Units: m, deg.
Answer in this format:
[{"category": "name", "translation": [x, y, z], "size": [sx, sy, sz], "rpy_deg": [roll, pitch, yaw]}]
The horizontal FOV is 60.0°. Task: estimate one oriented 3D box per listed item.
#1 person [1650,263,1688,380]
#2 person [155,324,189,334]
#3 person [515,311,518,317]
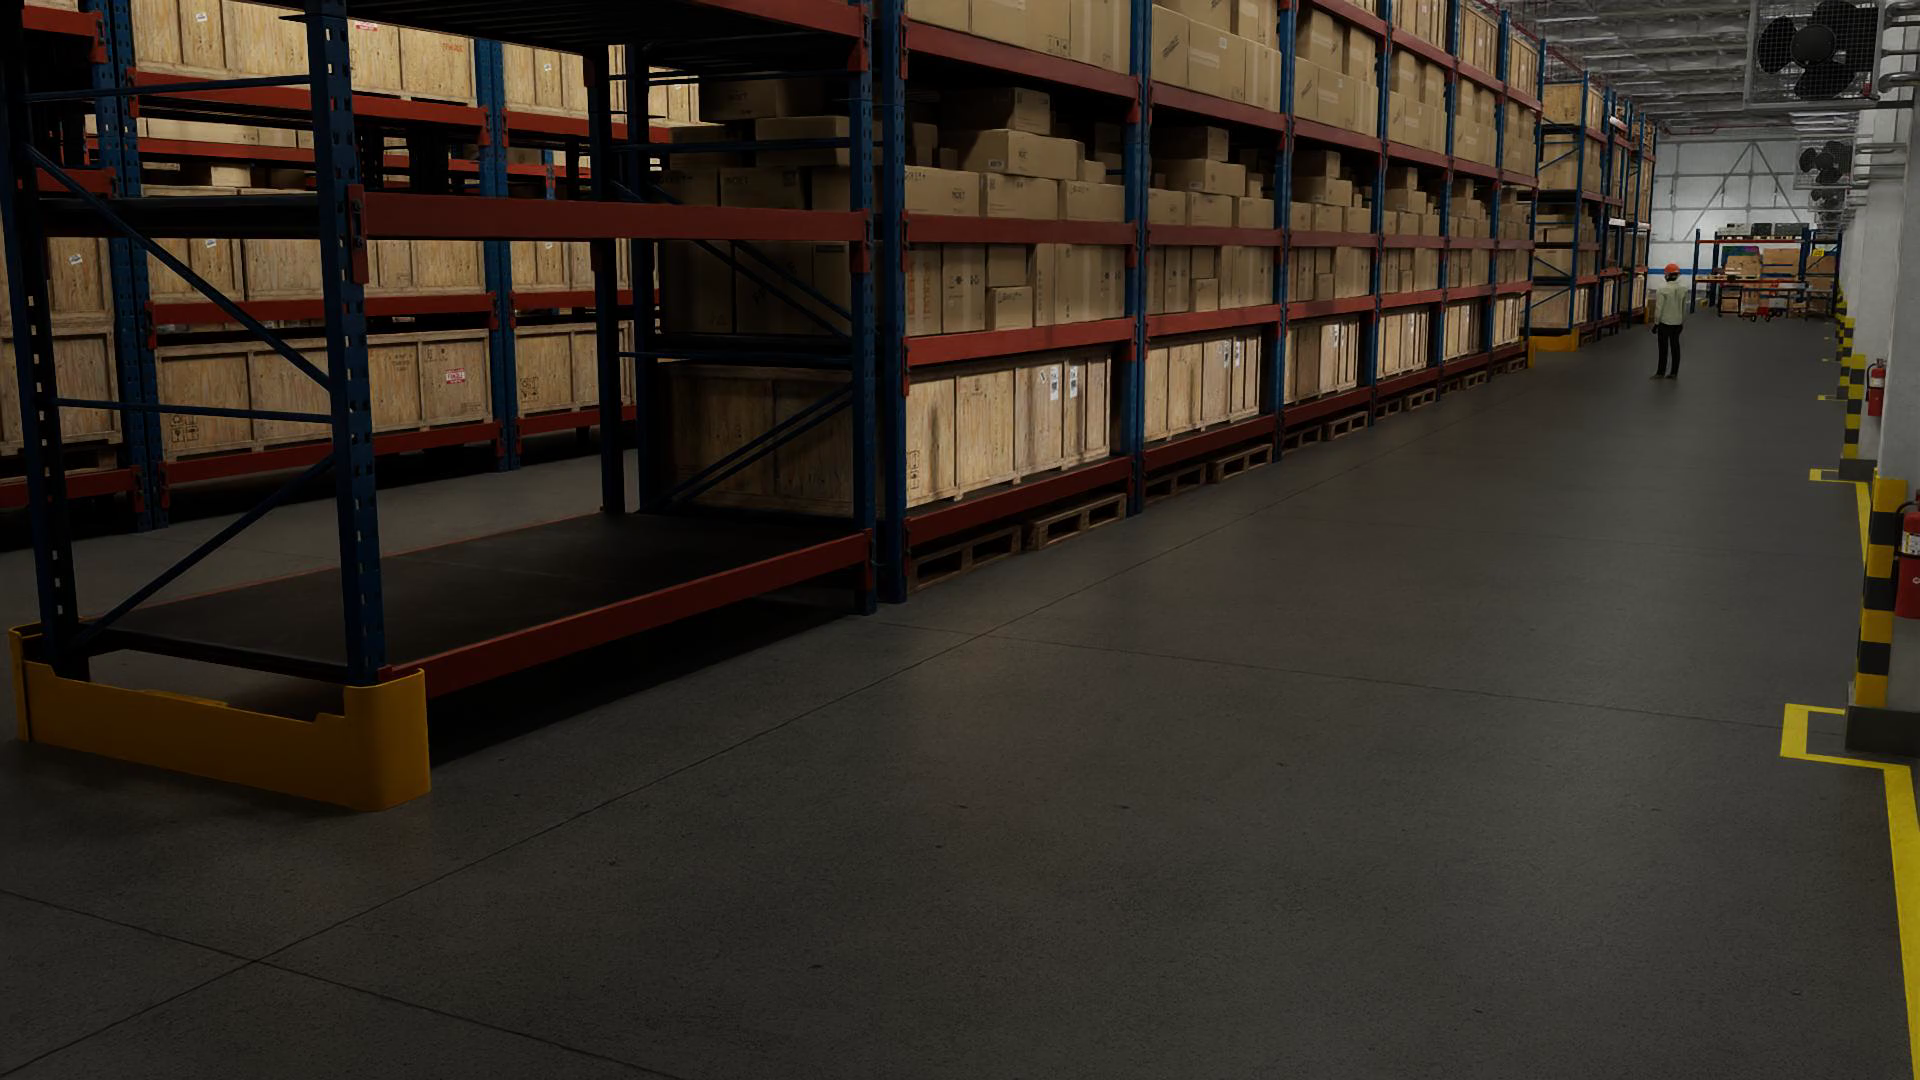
[{"category": "person", "translation": [12.146, -3.728, 28.491], "size": [0.612, 1.995, 0.378], "rpy_deg": [-3, 10, -17]}, {"category": "person", "translation": [-8.203, -1.718, 17.354], "size": [0.618, 1.816, 0.417], "rpy_deg": [5, 11, 27]}, {"category": "person", "translation": [-6.265, -2.665, 23.074], "size": [0.534, 1.749, 0.669], "rpy_deg": [5, 11, 28]}]
